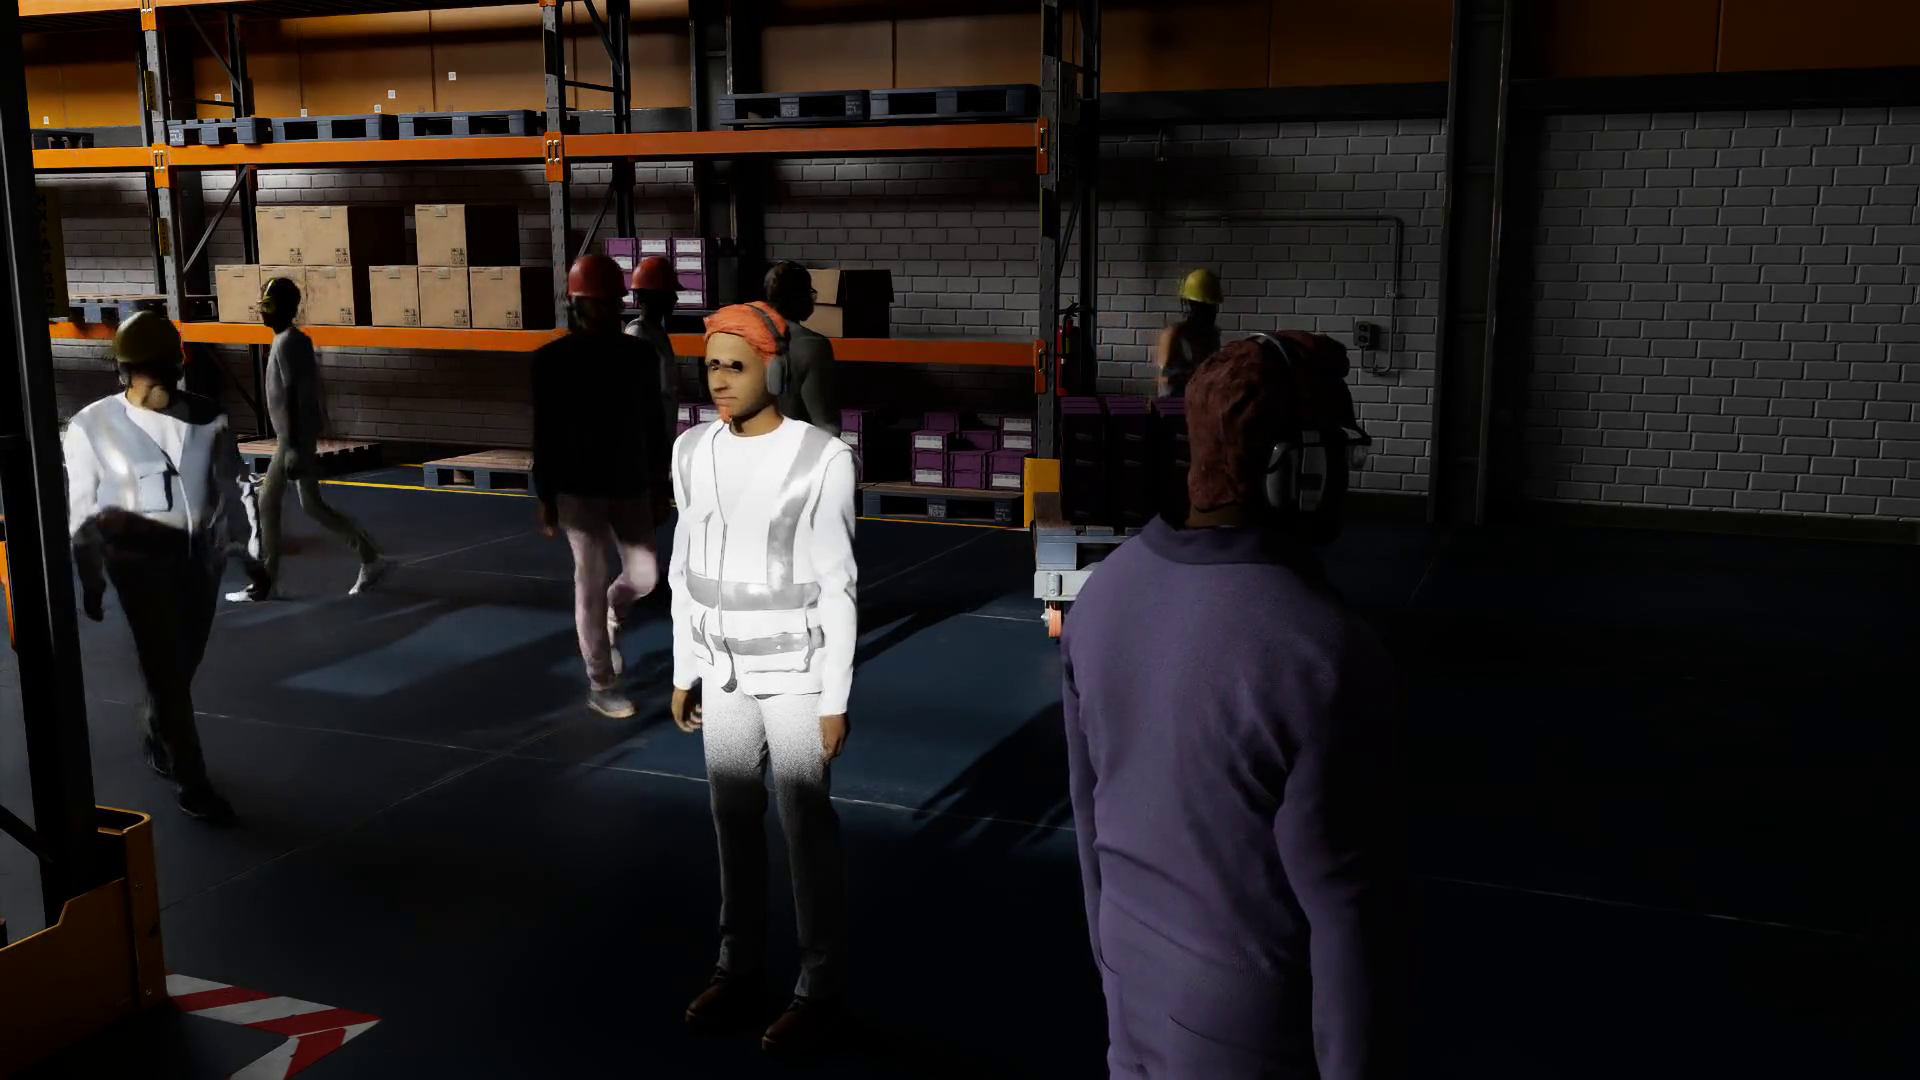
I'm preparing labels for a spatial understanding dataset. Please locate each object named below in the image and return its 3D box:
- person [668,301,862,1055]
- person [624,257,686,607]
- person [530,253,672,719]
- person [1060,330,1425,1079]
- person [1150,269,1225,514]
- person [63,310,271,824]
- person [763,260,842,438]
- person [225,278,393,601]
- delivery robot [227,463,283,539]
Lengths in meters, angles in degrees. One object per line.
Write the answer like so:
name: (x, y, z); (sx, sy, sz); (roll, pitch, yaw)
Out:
person: (-0.498, 0.344, 4.202); (0.577, 1.879, 0.350); (7, 12, 33)
person: (-1.697, -0.602, 9.301); (0.379, 1.938, 0.547); (0, 10, 0)
person: (-1.573, -0.245, 7.207); (0.615, 1.977, 0.606); (-8, 13, -38)
person: (0.405, 0.670, 2.305); (0.407, 1.908, 0.642); (-5, 12, -28)
person: (1.447, -0.773, 10.499); (0.656, 1.852, 0.996); (-10, 14, -43)
person: (-2.878, 0.062, 6.032); (0.922, 1.792, 0.601); (8, 13, 39)
person: (-0.782, -0.292, 7.568); (0.627, 1.941, 0.374); (8, 13, 38)
person: (-3.722, -0.568, 9.438); (0.858, 1.833, 0.537); (-2, 10, -9)
delivery robot: (-4.757, -0.272, 11.051); (0.477, 0.478, 0.707); (-2, 10, -9)
